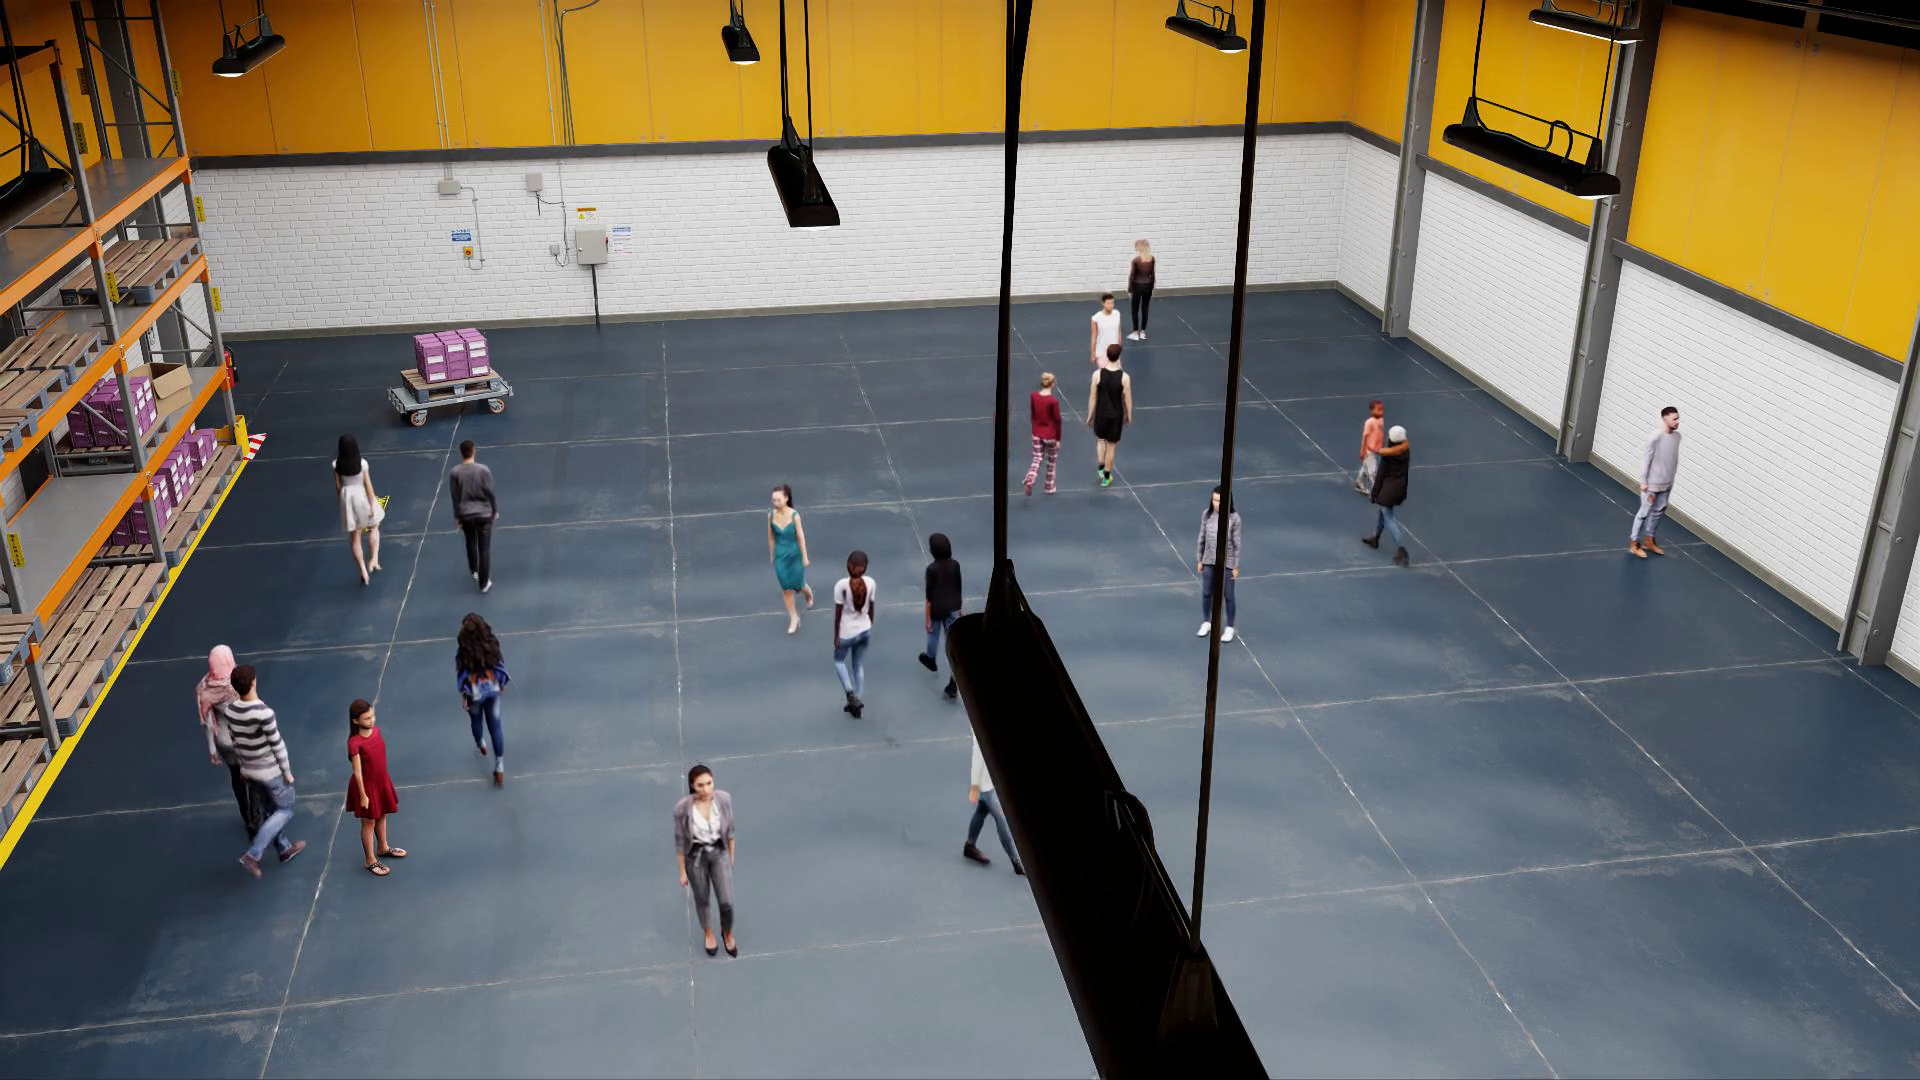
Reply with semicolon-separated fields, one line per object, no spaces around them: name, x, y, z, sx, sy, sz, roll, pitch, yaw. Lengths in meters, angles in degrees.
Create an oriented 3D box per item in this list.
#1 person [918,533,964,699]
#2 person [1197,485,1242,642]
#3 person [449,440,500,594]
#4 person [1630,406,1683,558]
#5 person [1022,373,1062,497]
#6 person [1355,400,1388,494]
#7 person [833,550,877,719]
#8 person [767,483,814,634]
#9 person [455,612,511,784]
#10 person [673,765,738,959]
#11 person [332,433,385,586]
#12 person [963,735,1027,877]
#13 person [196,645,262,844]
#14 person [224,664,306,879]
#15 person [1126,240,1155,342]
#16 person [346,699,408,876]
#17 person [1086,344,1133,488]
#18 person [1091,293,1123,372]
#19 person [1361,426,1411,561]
person;-0.128;0.780;16.416;0.812;1.659;1.165;-10;26;-22
person;2.752;0.221;17.611;0.695;1.727;0.724;11;26;24
person;-5.435;-0.237;18.640;0.660;1.742;0.857;-2;24;-4
person;8.224;-0.713;19.609;0.721;1.837;0.635;-9;25;-20
person;1.038;-1.318;21.188;0.908;1.681;0.984;14;27;29
person;5.252;-1.186;21.385;0.737;1.282;0.925;-16;28;-33
person;-0.974;0.942;15.986;0.722;1.706;0.753;-14;27;-29
person;-1.797;0.173;17.787;0.799;1.673;0.904;6;24;13
person;-4.281;1.438;15.013;0.829;1.576;1.104;-11;26;-24
person;-1.952;2.409;12.683;0.651;1.664;0.632;-8;25;-17
person;-6.833;-0.316;18.802;0.618;1.757;0.765;-4;24;-8
person;0.189;1.977;13.729;1.031;1.619;1.007;13;27;28
person;-6.080;1.751;14.045;0.740;1.779;1.088;-9;25;-21
person;-5.750;1.926;13.583;0.971;1.830;1.079;11;26;23
person;3.026;-4.180;27.714;0.692;1.697;0.620;-4;24;-10
person;-4.871;2.004;13.748;0.710;1.553;0.649;6;24;14
person;1.916;-1.587;21.560;0.874;1.875;0.918;6;24;12
person;2.124;-2.792;24.448;0.755;1.770;0.859;-10;25;-21
person;5.088;-0.529;19.479;0.877;1.603;1.119;-14;27;-30
